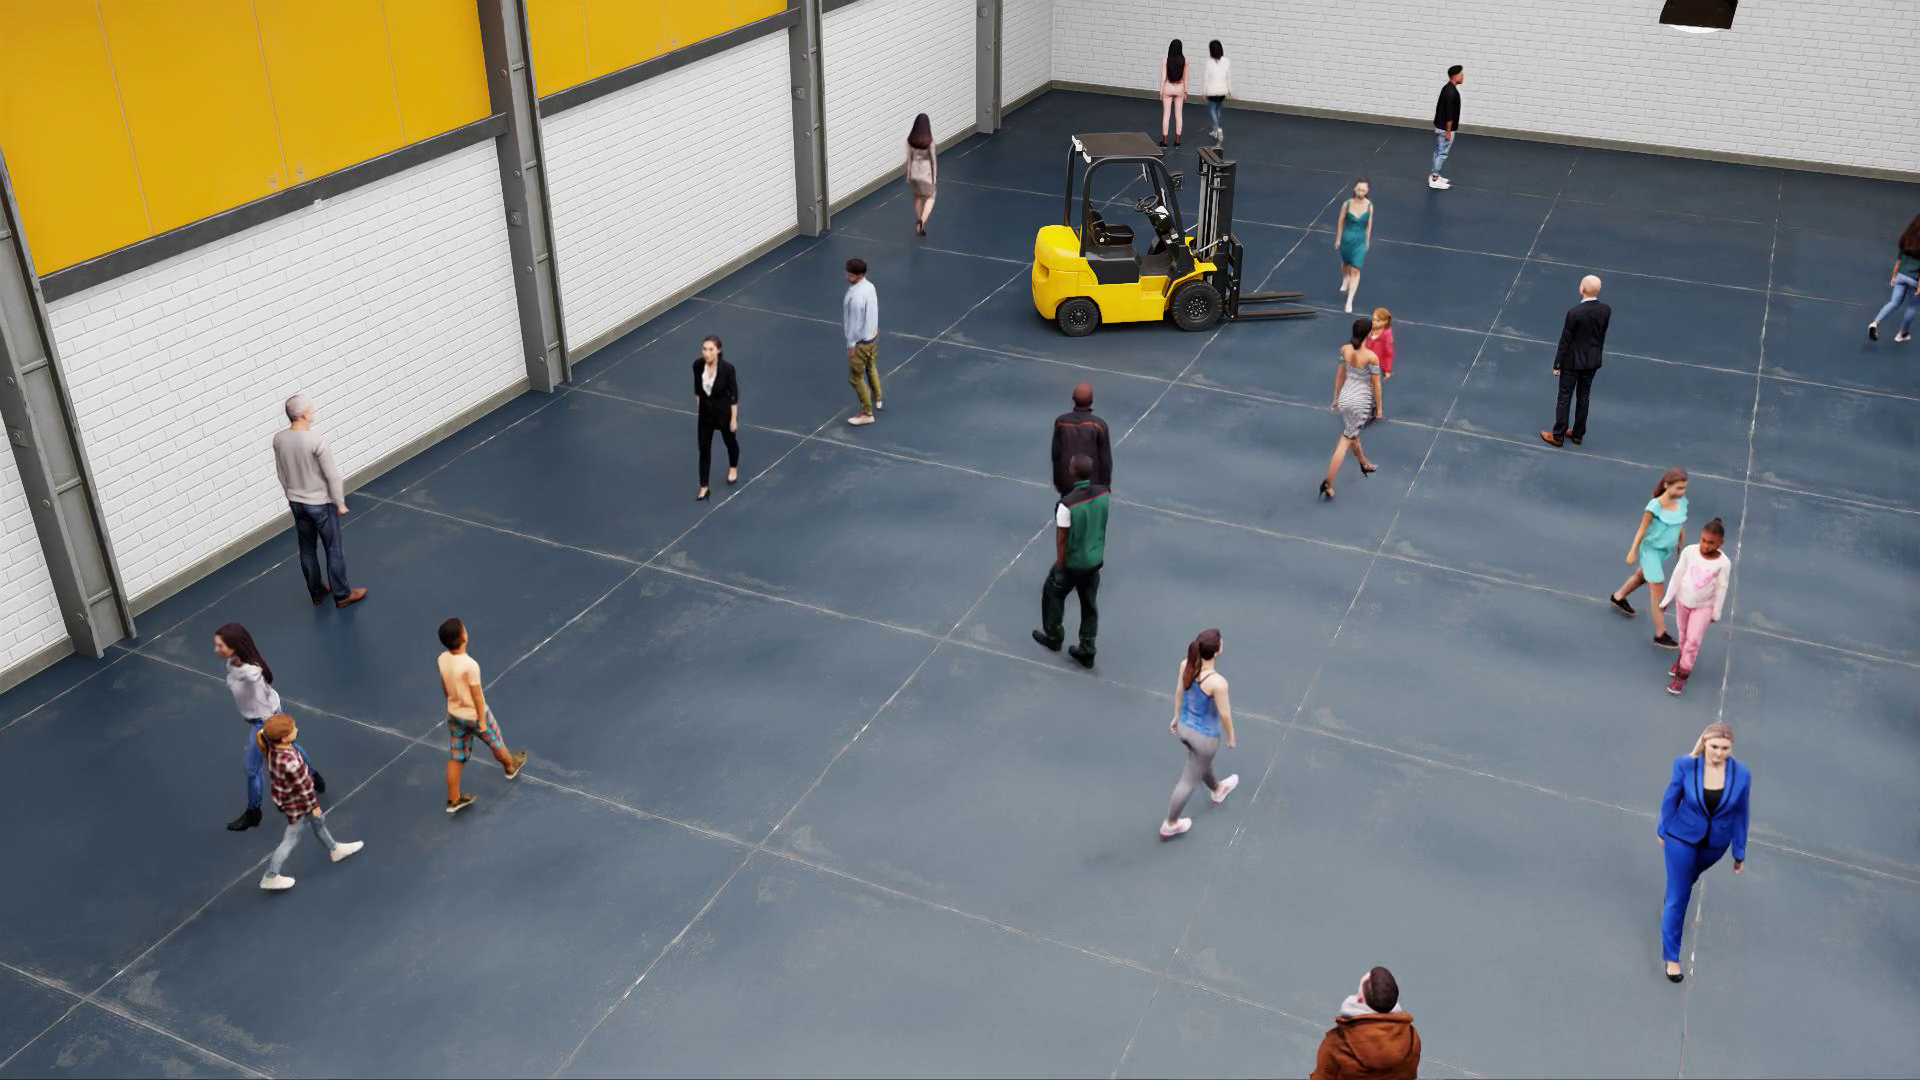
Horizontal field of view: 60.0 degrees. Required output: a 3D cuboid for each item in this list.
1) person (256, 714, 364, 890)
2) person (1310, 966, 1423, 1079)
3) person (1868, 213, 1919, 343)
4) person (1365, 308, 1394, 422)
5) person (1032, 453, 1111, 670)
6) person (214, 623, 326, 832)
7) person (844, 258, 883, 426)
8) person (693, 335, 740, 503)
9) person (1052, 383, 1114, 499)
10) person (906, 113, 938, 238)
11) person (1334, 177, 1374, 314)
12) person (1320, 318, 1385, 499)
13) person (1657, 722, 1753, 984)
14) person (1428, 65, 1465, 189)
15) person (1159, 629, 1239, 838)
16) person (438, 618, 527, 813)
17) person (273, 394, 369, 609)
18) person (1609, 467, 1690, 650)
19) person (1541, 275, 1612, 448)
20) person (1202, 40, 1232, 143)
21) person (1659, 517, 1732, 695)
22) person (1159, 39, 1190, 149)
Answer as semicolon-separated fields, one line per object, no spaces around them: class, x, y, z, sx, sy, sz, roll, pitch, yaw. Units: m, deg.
person;-4.432;1.735;10.914;1.006;1.278;0.782;-22;36;-35
person;1.975;2.910;8.195;0.991;1.818;1.059;-8;30;-14
person;10.973;-3.014;19.287;1.061;1.597;0.934;-14;32;-24
person;4.381;-1.821;17.416;0.907;1.295;0.739;-22;35;-34
person;0.999;0.207;13.149;0.967;1.819;0.998;-20;34;-31
person;-4.727;1.237;11.506;1.079;1.584;0.946;-16;32;-27
person;-0.991;-2.097;17.400;1.027;1.794;0.588;13;31;22
person;-2.287;-1.209;15.957;0.761;1.616;1.113;7;29;12
person;1.034;-0.476;14.407;0.753;1.814;0.834;9;30;17
person;-0.541;-4.901;22.602;0.655;1.734;0.837;8;30;15
person;4.840;-3.648;20.437;0.710;1.609;1.201;8;30;15
person;3.669;-1.202;15.773;1.161;1.780;0.950;-19;34;-31
person;4.578;1.824;10.354;0.822;1.658;1.182;5;29;10
person;7.273;-6.214;24.935;0.814;1.806;0.634;5;29;9
person;1.567;1.350;11.307;1.085;1.578;0.903;-19;34;-30
person;-3.495;1.260;11.637;0.528;1.419;0.965;13;31;23
person;-5.450;-0.319;14.025;0.750;1.903;0.645;9;30;17
person;5.698;0.070;13.718;1.073;1.515;1.099;-11;30;-19
person;6.294;-1.813;16.875;0.761;1.798;0.790;-6;29;-11
person;4.196;-7.298;27.130;0.981;1.607;1.076;-5;29;-9
person;5.823;0.452;13.107;0.891;1.429;0.736;-23;36;-35
person;3.448;-7.215;26.858;0.705;1.721;0.709;-3;29;-5
